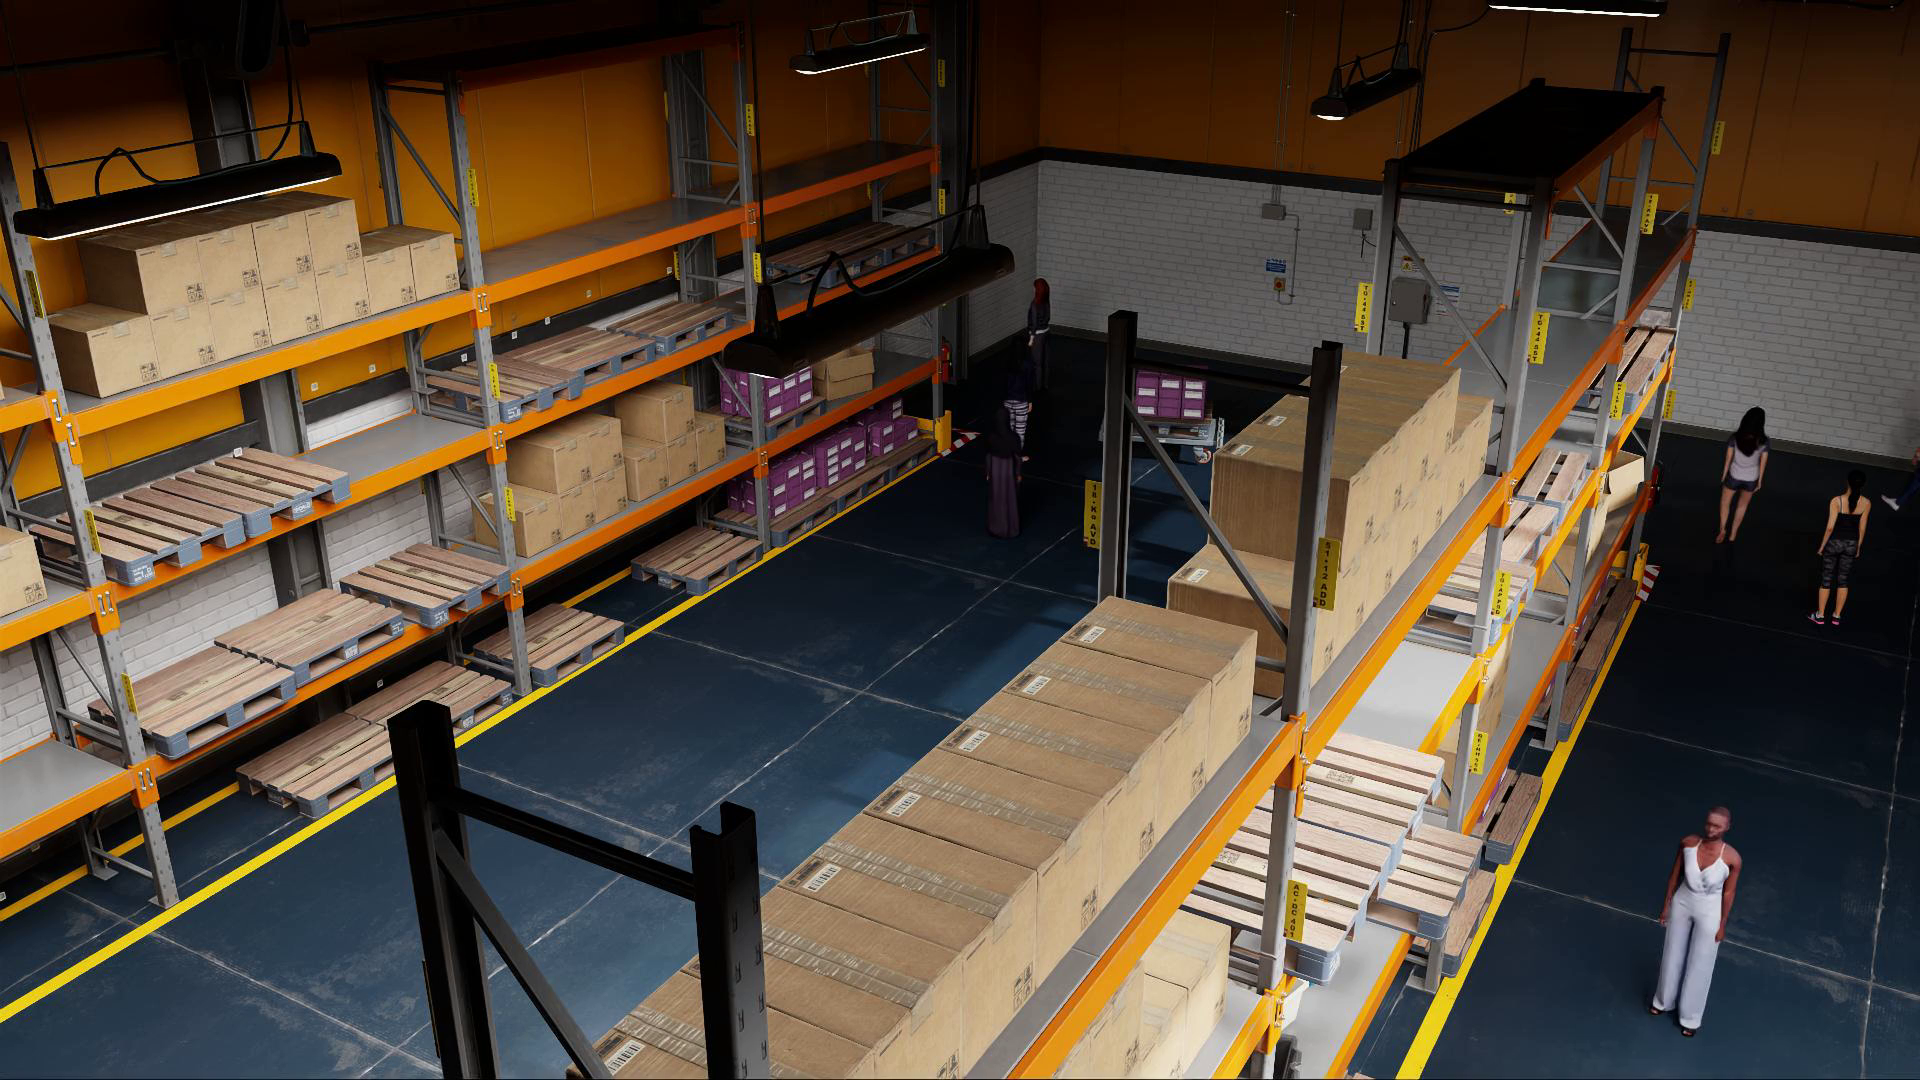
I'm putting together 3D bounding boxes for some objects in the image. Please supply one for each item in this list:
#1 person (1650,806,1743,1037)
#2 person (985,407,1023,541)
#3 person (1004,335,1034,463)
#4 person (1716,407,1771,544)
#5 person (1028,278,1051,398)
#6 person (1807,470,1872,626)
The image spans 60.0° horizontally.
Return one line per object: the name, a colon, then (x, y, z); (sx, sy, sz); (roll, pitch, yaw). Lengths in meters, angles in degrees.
person: (5.168, 2.624, 11.669); (0.591, 1.783, 0.628); (-22, 32, -40)
person: (0.507, -0.806, 19.726); (0.653, 1.615, 0.650); (7, 25, 16)
person: (0.746, -1.868, 22.008); (0.602, 1.732, 0.527); (15, 28, 31)
person: (9.122, -0.711, 19.416); (0.624, 1.688, 0.894); (11, 26, 24)
person: (1.171, -2.991, 24.519); (0.654, 1.779, 0.459); (16, 28, 32)
person: (9.304, 0.074, 17.571); (0.651, 1.729, 0.655); (3, 24, 6)
